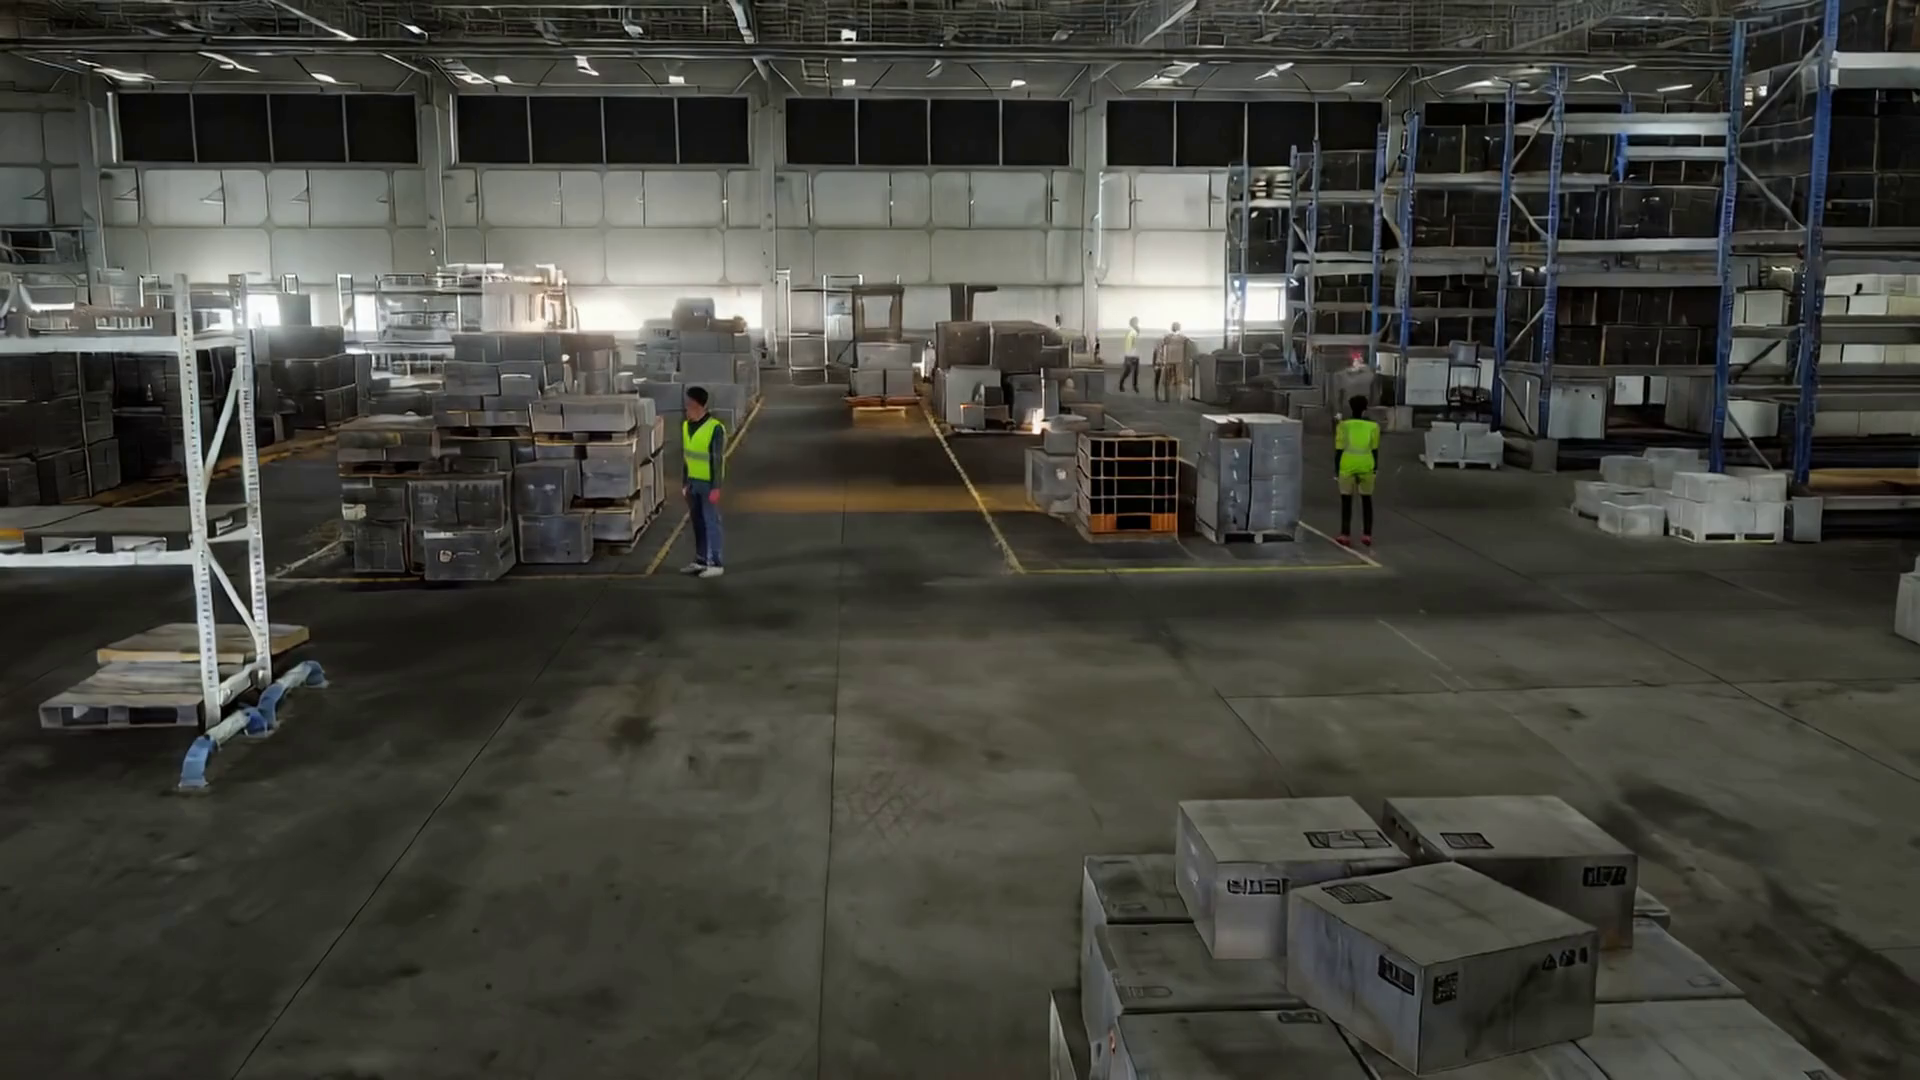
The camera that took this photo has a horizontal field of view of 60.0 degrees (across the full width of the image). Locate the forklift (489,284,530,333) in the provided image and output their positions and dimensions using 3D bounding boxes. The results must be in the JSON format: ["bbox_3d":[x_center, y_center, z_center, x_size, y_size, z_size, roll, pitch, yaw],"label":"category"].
[{"bbox_3d":[-9.968,-4.280,36.906,1.129,2.768,1.873,6,11,33],"label":"forklift"}]

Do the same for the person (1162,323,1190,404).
[{"bbox_3d":[5.084,-4.157,39.179,0.645,1.922,0.614,0,9,-2],"label":"person"}]

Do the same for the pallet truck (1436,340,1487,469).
[{"bbox_3d":[8.004,-2.170,26.422,0.823,1.965,1.885,2,9,14],"label":"pallet truck"}]

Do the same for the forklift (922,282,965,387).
[{"bbox_3d":[-0.079,-5.568,44.994,1.873,2.768,1.129,-1,9,-4],"label":"forklift"}]

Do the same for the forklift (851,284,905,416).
[{"bbox_3d":[-1.791,-4.126,35.936,1.129,2.768,1.873,-1,9,-5],"label":"forklift"}]

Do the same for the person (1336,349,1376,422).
[{"bbox_3d":[6.128,-2.008,25.723,0.679,1.889,0.463,-1,9,-7],"label":"person"}]

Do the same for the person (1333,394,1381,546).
[{"bbox_3d":[4.430,-0.777,18.614,0.537,1.695,0.321,0,9,-3],"label":"person"}]

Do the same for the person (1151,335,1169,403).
[{"bbox_3d":[4.775,-4.024,39.220,0.539,1.612,0.650,1,9,8],"label":"person"}]

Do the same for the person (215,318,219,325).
[{"bbox_3d":[-19.332,-4.868,43.609,0.567,1.913,0.574,-1,9,-9],"label":"person"}]

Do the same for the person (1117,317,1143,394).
[{"bbox_3d":[4.350,-4.688,42.293,0.632,1.979,0.580,9,13,43],"label":"person"}]

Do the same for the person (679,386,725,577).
[{"bbox_3d":[-2.587,-0.591,16.759,0.383,1.916,0.591,-9,12,-43],"label":"person"}]
